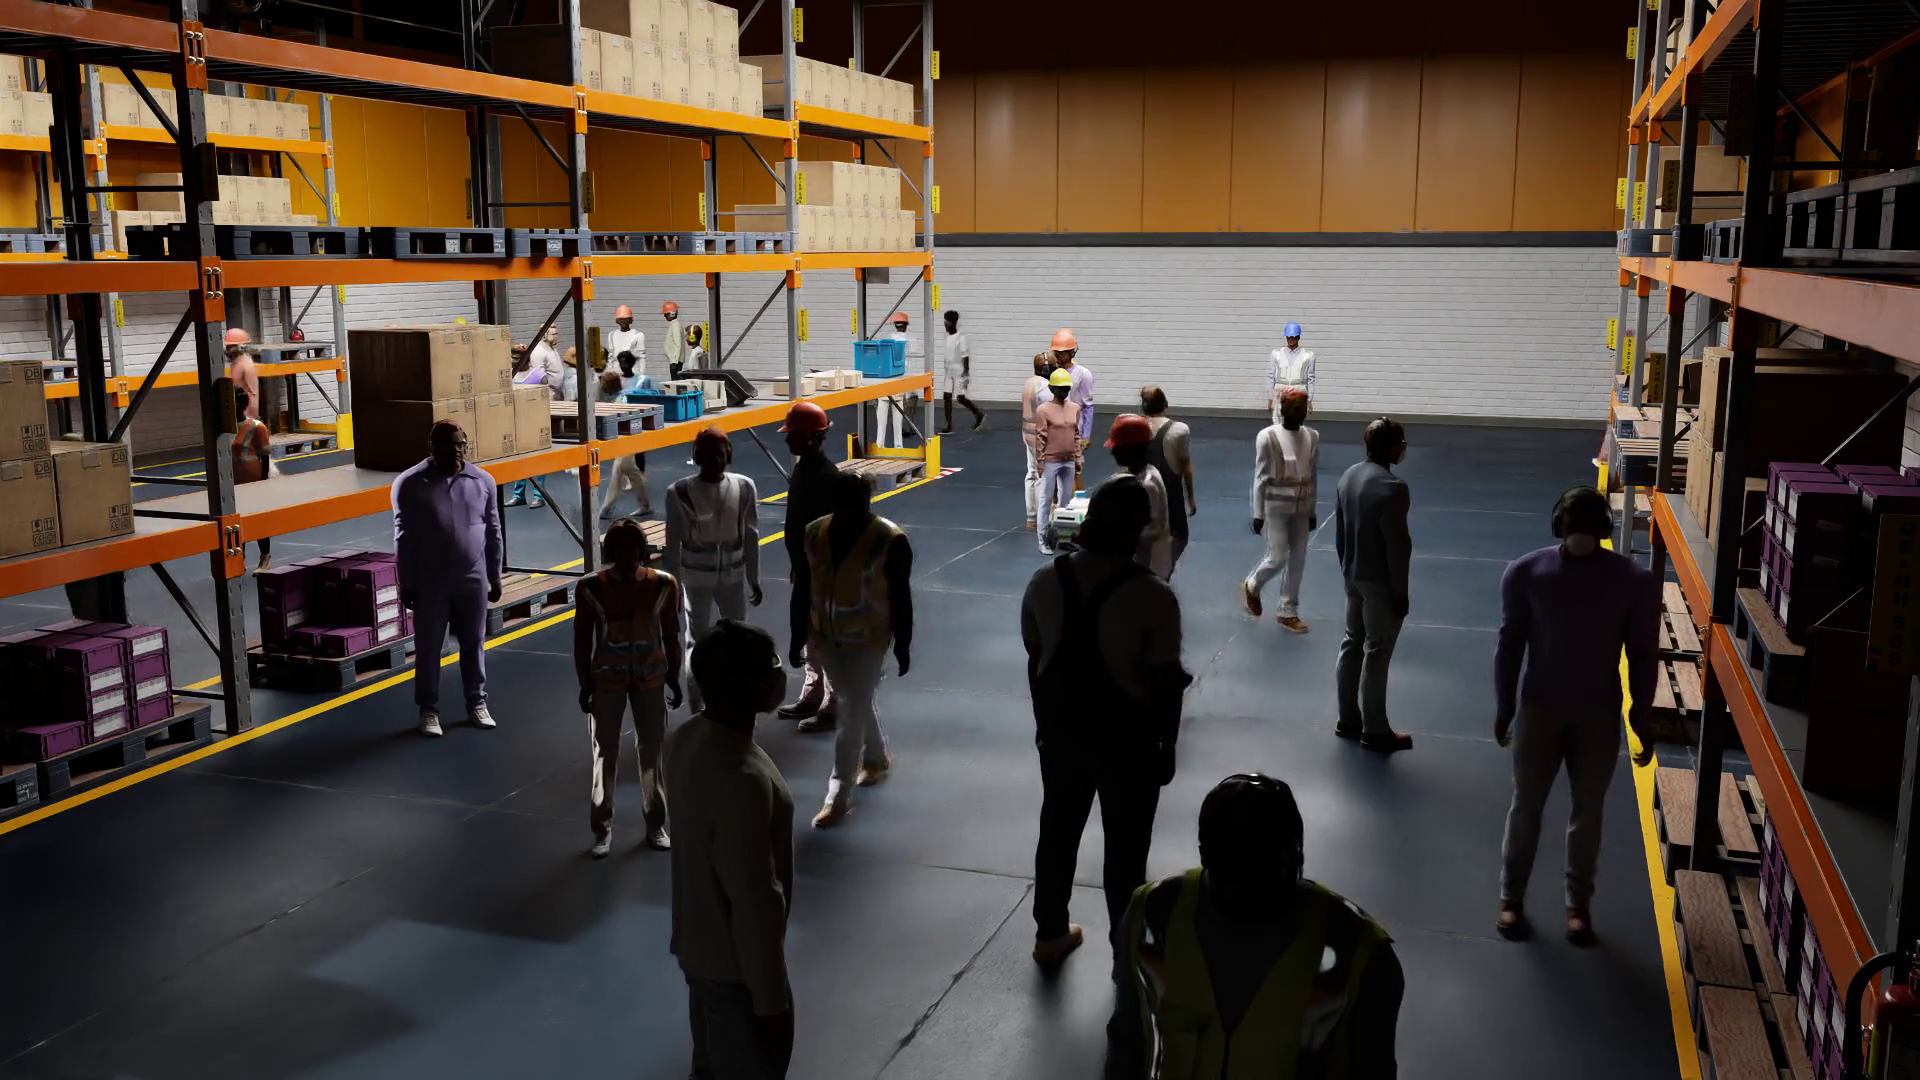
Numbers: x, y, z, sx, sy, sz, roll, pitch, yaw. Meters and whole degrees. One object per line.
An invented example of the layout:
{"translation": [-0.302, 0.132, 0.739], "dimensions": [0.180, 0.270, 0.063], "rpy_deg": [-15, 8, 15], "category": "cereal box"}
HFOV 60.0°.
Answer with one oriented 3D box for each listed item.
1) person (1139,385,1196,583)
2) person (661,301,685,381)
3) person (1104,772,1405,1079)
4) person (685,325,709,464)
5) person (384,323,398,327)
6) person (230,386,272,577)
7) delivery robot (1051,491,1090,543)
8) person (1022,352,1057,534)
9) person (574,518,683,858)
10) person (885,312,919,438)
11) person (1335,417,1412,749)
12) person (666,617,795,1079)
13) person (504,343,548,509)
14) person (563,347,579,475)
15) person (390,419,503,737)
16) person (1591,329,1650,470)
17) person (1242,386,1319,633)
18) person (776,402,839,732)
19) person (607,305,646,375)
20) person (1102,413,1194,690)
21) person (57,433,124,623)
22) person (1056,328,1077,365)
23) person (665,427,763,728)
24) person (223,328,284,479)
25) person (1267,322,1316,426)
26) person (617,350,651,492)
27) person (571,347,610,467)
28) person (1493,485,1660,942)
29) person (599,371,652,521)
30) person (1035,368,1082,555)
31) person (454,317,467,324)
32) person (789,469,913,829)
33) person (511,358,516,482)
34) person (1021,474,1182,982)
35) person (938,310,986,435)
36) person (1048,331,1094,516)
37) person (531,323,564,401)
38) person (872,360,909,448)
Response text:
{"translation": [1.627, -0.348, 13.441], "dimensions": [0.548, 1.813, 0.561], "rpy_deg": [5, 11, 25], "category": "person"}
{"translation": [-4.787, -2.993, 27.820], "dimensions": [0.391, 1.989, 0.611], "rpy_deg": [-2, 10, -12], "category": "person"}
{"translation": [0.604, 1.385, 3.578], "dimensions": [0.627, 1.843, 0.429], "rpy_deg": [4, 11, 23], "category": "person"}
{"translation": [-3.504, -1.938, 22.231], "dimensions": [0.309, 1.864, 0.535], "rpy_deg": [1, 10, 4], "category": "person"}
{"translation": [-7.408, -1.883, 21.820], "dimensions": [0.639, 1.903, 0.407], "rpy_deg": [3, 10, 14], "category": "person"}
{"translation": [-6.338, -0.517, 14.697], "dimensions": [0.540, 1.695, 0.317], "rpy_deg": [2, 10, 12], "category": "person"}
{"translation": [1.148, -0.229, 16.030], "dimensions": [0.477, 0.478, 0.707], "rpy_deg": [5, 11, 24], "category": "delivery robot"}
{"translation": [0.856, -0.989, 16.948], "dimensions": [0.430, 1.845, 0.619], "rpy_deg": [-3, 10, -16], "category": "person"}
{"translation": [-1.589, 0.700, 8.004], "dimensions": [0.514, 1.642, 0.314], "rpy_deg": [-3, 11, -17], "category": "person"}
{"translation": [-0.863, -2.507, 25.299], "dimensions": [0.574, 1.906, 0.552], "rpy_deg": [4, 11, 24], "category": "person"}
{"translation": [2.425, 0.247, 9.716], "dimensions": [0.359, 1.938, 0.635], "rpy_deg": [-3, 11, -18], "category": "person"}
{"translation": [-0.603, 1.161, 4.567], "dimensions": [0.370, 1.940, 0.631], "rpy_deg": [-4, 11, -23], "category": "person"}
{"translation": [-4.838, -1.272, 18.557], "dimensions": [0.563, 1.837, 0.389], "rpy_deg": [4, 11, 22], "category": "person"}
{"translation": [-4.924, -1.654, 21.283], "dimensions": [0.266, 1.631, 0.507], "rpy_deg": [-6, 12, -30], "category": "person"}
{"translation": [-3.049, 0.222, 9.985], "dimensions": [0.646, 1.902, 0.400], "rpy_deg": [-6, 12, -32], "category": "person"}
{"translation": [8.565, -1.757, 21.296], "dimensions": [0.688, 1.857, 1.022], "rpy_deg": [-4, 11, -19], "category": "person"}
{"translation": [2.454, -0.239, 12.646], "dimensions": [0.598, 1.868, 0.559], "rpy_deg": [-5, 11, -27], "category": "person"}
{"translation": [-0.900, 0.157, 10.062], "dimensions": [0.393, 1.992, 0.622], "rpy_deg": [-5, 11, -26], "category": "person"}
{"translation": [-4.914, -2.419, 24.436], "dimensions": [0.615, 2.042, 0.376], "rpy_deg": [3, 11, 17], "category": "person"}
{"translation": [1.116, 0.177, 10.166], "dimensions": [0.520, 1.917, 0.579], "rpy_deg": [0, 10, 3], "category": "person"}
{"translation": [-5.741, 0.128, 11.018], "dimensions": [0.485, 1.715, 0.752], "rpy_deg": [3, 11, 18], "category": "person"}
{"translation": [1.230, -1.556, 19.875], "dimensions": [0.361, 1.935, 0.553], "rpy_deg": [-10, 14, -43], "category": "person"}
{"translation": [-1.467, 0.249, 9.957], "dimensions": [0.589, 1.864, 0.413], "rpy_deg": [-5, 11, -27], "category": "person"}
{"translation": [-8.388, -1.503, 19.504], "dimensions": [0.847, 1.968, 0.623], "rpy_deg": [-7, 12, -34], "category": "person"}
{"translation": [4.225, -1.809, 21.272], "dimensions": [0.601, 1.948, 0.386], "rpy_deg": [3, 10, 15], "category": "person"}
{"translation": [-3.918, -1.397, 19.678], "dimensions": [0.561, 1.681, 0.413], "rpy_deg": [1, 10, 8], "category": "person"}
{"translation": [-3.930, -1.163, 17.941], "dimensions": [0.540, 1.833, 0.658], "rpy_deg": [2, 10, 9], "category": "person"}
{"translation": [2.580, 0.728, 7.022], "dimensions": [0.647, 1.937, 0.399], "rpy_deg": [3, 11, 18], "category": "person"}
{"translation": [-3.644, -1.006, 17.738], "dimensions": [0.831, 1.581, 0.505], "rpy_deg": [-8, 13, -40], "category": "person"}
{"translation": [0.944, -0.743, 15.778], "dimensions": [0.533, 1.768, 0.310], "rpy_deg": [-7, 12, -35], "category": "person"}
{"translation": [-7.999, -2.701, 26.804], "dimensions": [0.328, 1.767, 0.530], "rpy_deg": [1, 10, 7], "category": "person"}
{"translation": [-0.556, 0.510, 8.688], "dimensions": [0.637, 1.800, 0.958], "rpy_deg": [5, 11, 27], "category": "person"}
{"translation": [-5.680, -1.668, 20.558], "dimensions": [0.593, 1.919, 0.388], "rpy_deg": [7, 12, 35], "category": "person"}
{"translation": [0.602, 0.729, 6.715], "dimensions": [0.689, 2.000, 0.539], "rpy_deg": [7, 12, 34], "category": "person"}
{"translation": [0.003, -2.598, 25.739], "dimensions": [0.728, 1.945, 0.612], "rpy_deg": [-9, 13, -41], "category": "person"}
{"translation": [1.074, -1.137, 17.226], "dimensions": [0.615, 2.038, 0.395], "rpy_deg": [7, 12, 35], "category": "person"}
{"translation": [-5.383, -1.892, 21.853], "dimensions": [0.400, 1.907, 0.644], "rpy_deg": [0, 10, 2], "category": "person"}
{"translation": [-0.954, -1.924, 22.793], "dimensions": [0.523, 1.636, 0.311], "rpy_deg": [-1, 10, -6], "category": "person"}
